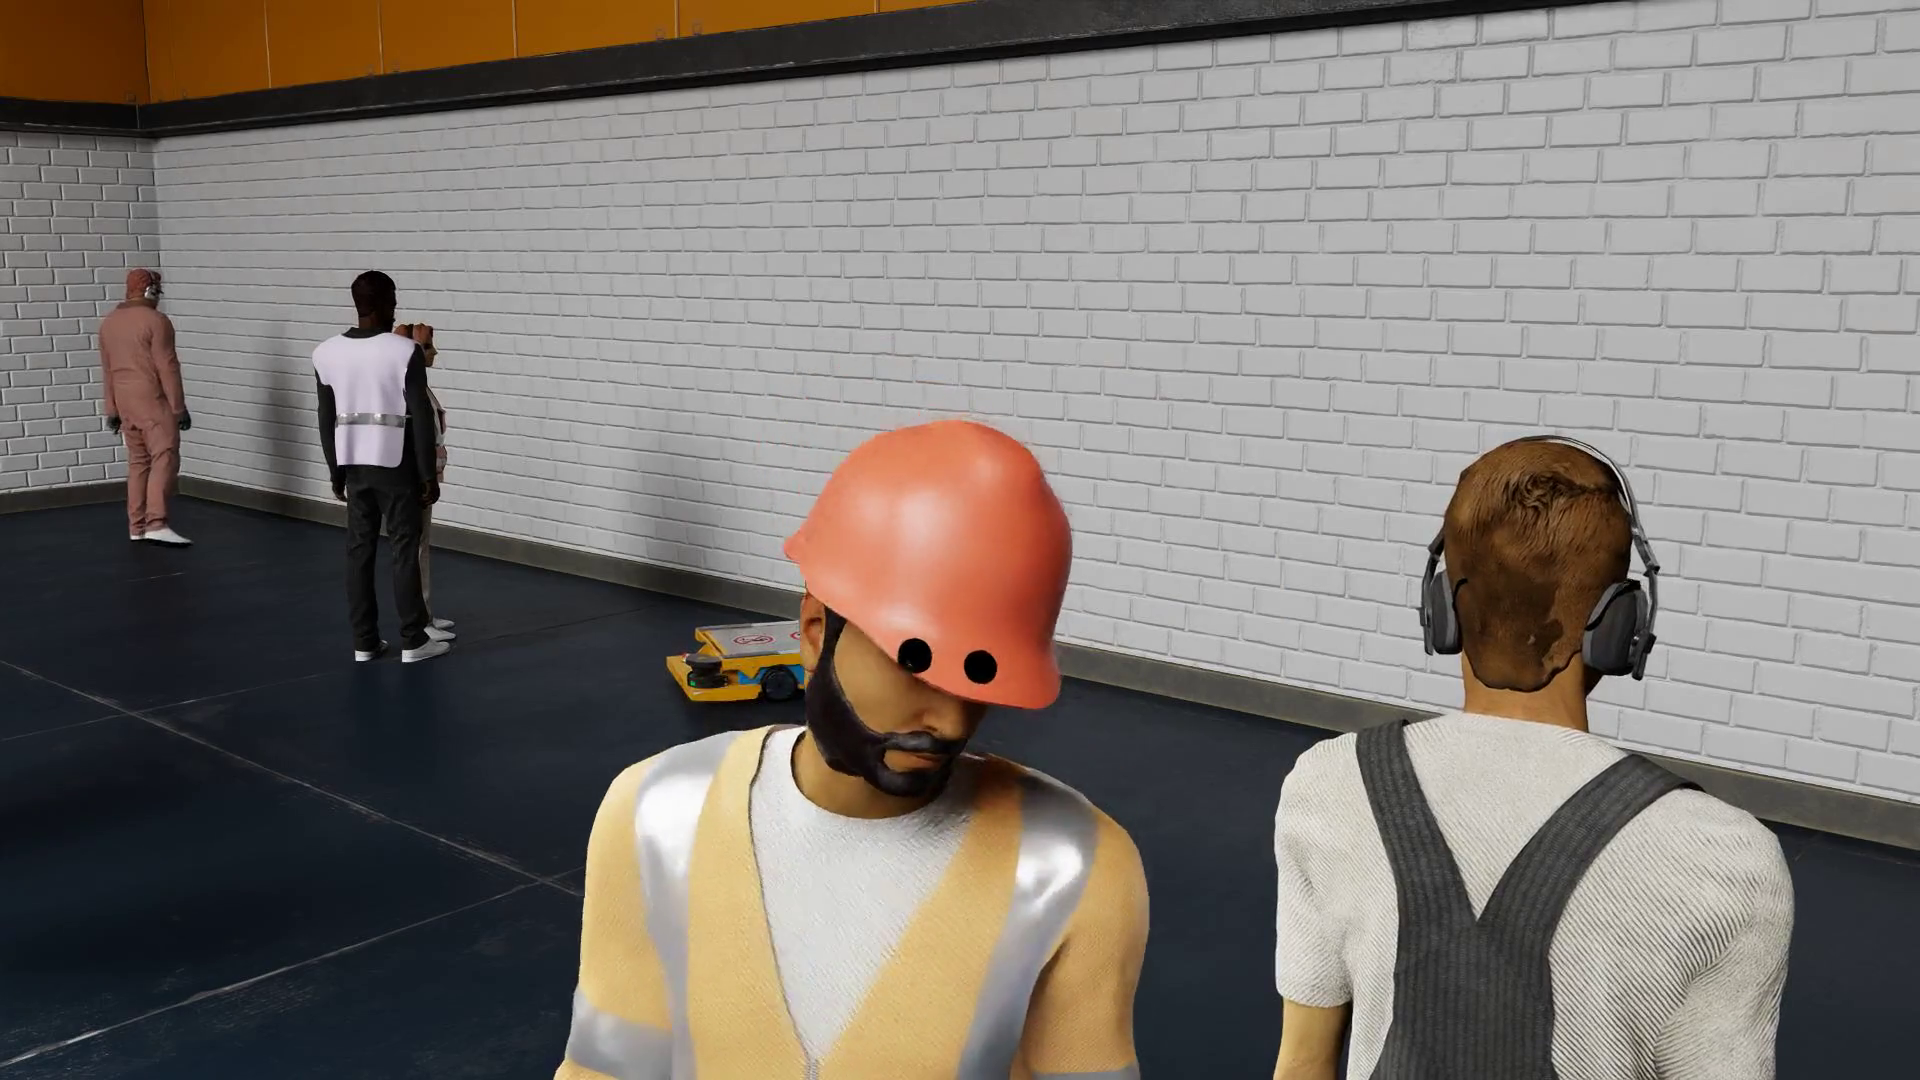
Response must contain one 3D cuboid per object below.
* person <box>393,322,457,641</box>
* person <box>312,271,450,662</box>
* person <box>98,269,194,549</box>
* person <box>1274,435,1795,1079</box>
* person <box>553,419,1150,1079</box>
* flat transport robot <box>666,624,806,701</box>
[{"bbox_3d":[-2.809,-0.300,8.630,0.310,1.642,0.514,-3,10,-16],"label":"person"},{"bbox_3d":[-2.831,-0.346,8.118,0.588,1.913,0.390,2,10,10],"label":"person"},{"bbox_3d":[-5.527,-0.879,11.273,0.858,1.878,0.545,6,12,30],"label":"person"},{"bbox_3d":[0.565,0.811,1.735,0.506,1.842,0.346,7,12,34],"label":"person"},{"bbox_3d":[-0.092,0.795,1.725,0.562,1.888,0.906,3,10,15],"label":"person"},{"bbox_3d":[-0.609,0.531,7.795,1.431,0.197,0.652,-3,11,-19],"label":"flat transport robot"}]
